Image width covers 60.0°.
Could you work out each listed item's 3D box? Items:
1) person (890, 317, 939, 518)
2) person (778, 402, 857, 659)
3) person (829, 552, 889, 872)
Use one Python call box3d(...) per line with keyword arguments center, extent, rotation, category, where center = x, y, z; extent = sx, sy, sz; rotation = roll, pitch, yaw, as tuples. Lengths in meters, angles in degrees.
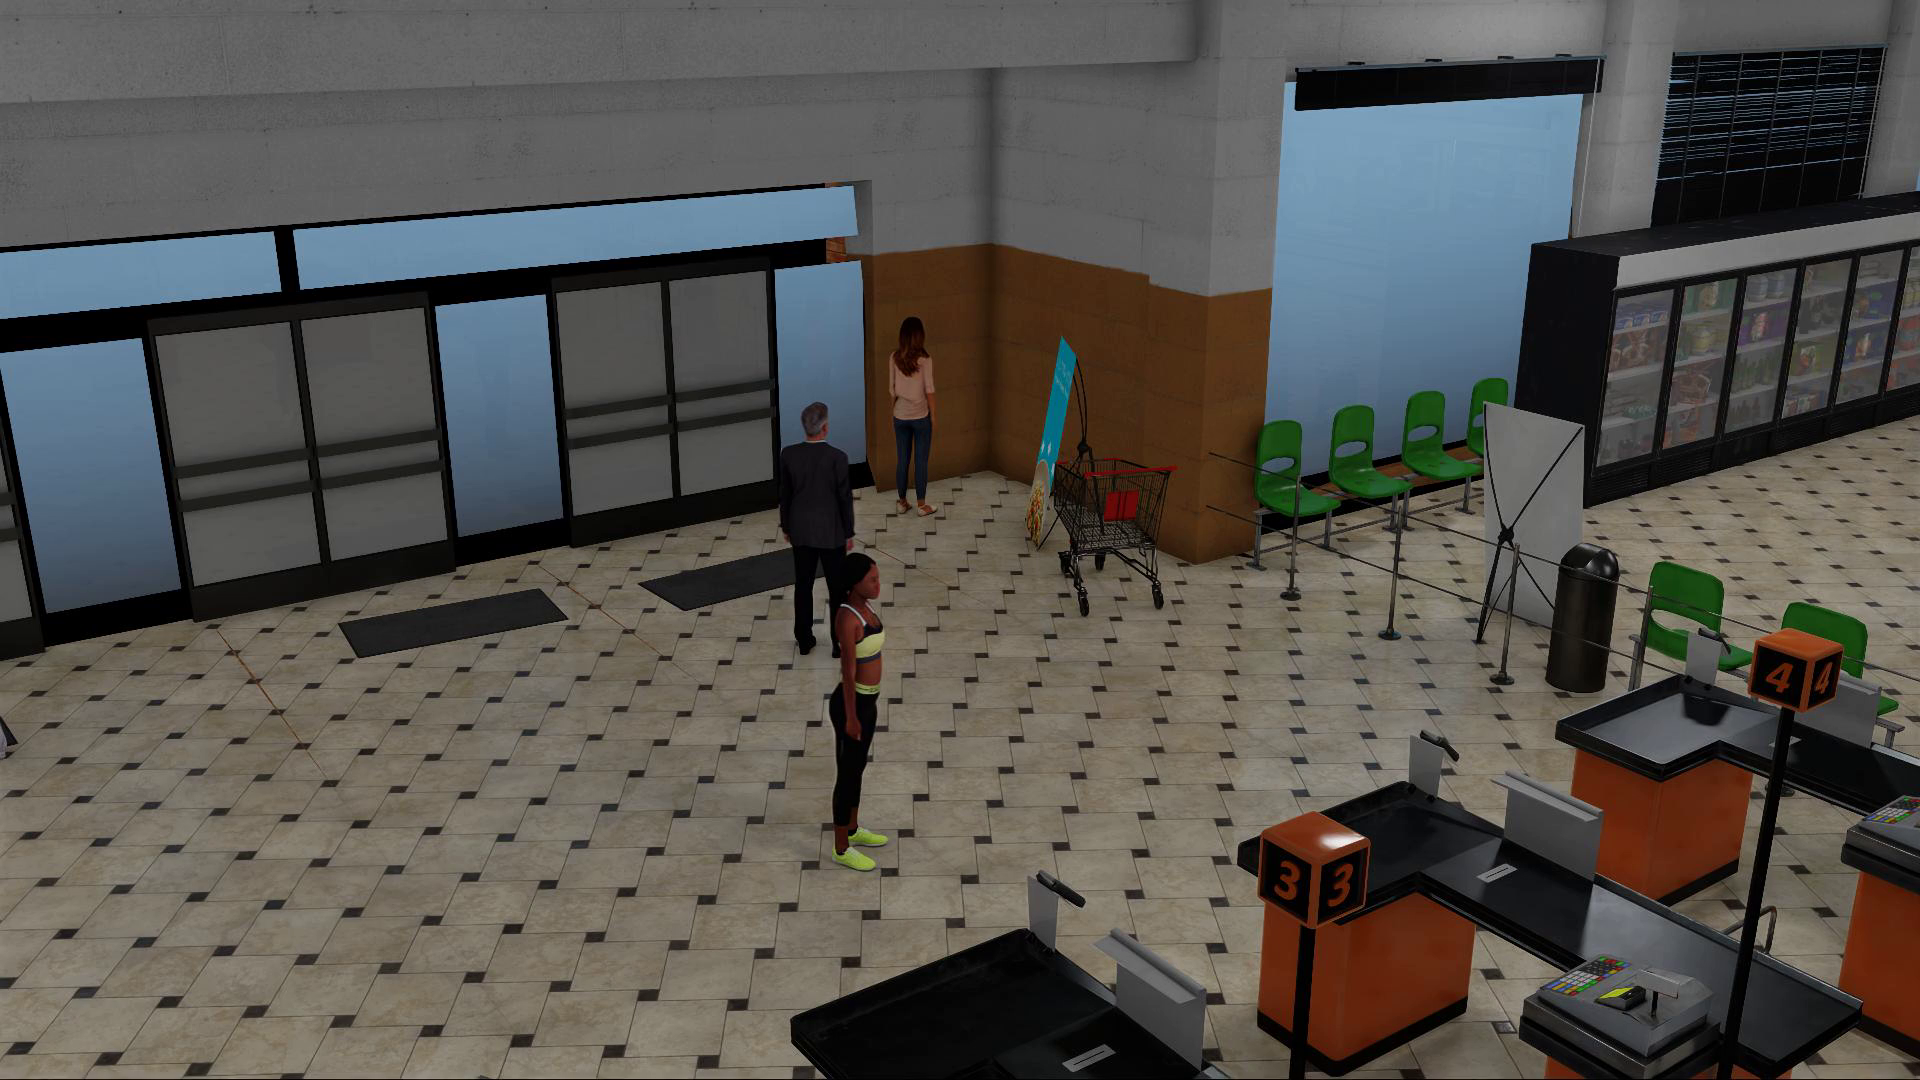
box3d(center=(-0.425, -1.099, 14.794), extent=(0.618, 1.792, 0.728), rotation=(8, 20, 24), category="person")
box3d(center=(-0.991, -0.074, 11.677), extent=(0.771, 1.842, 0.869), rotation=(6, 20, 17), category="person")
box3d(center=(-0.567, 0.898, 8.933), extent=(0.685, 1.753, 0.636), rotation=(4, 19, 12), category="person")
